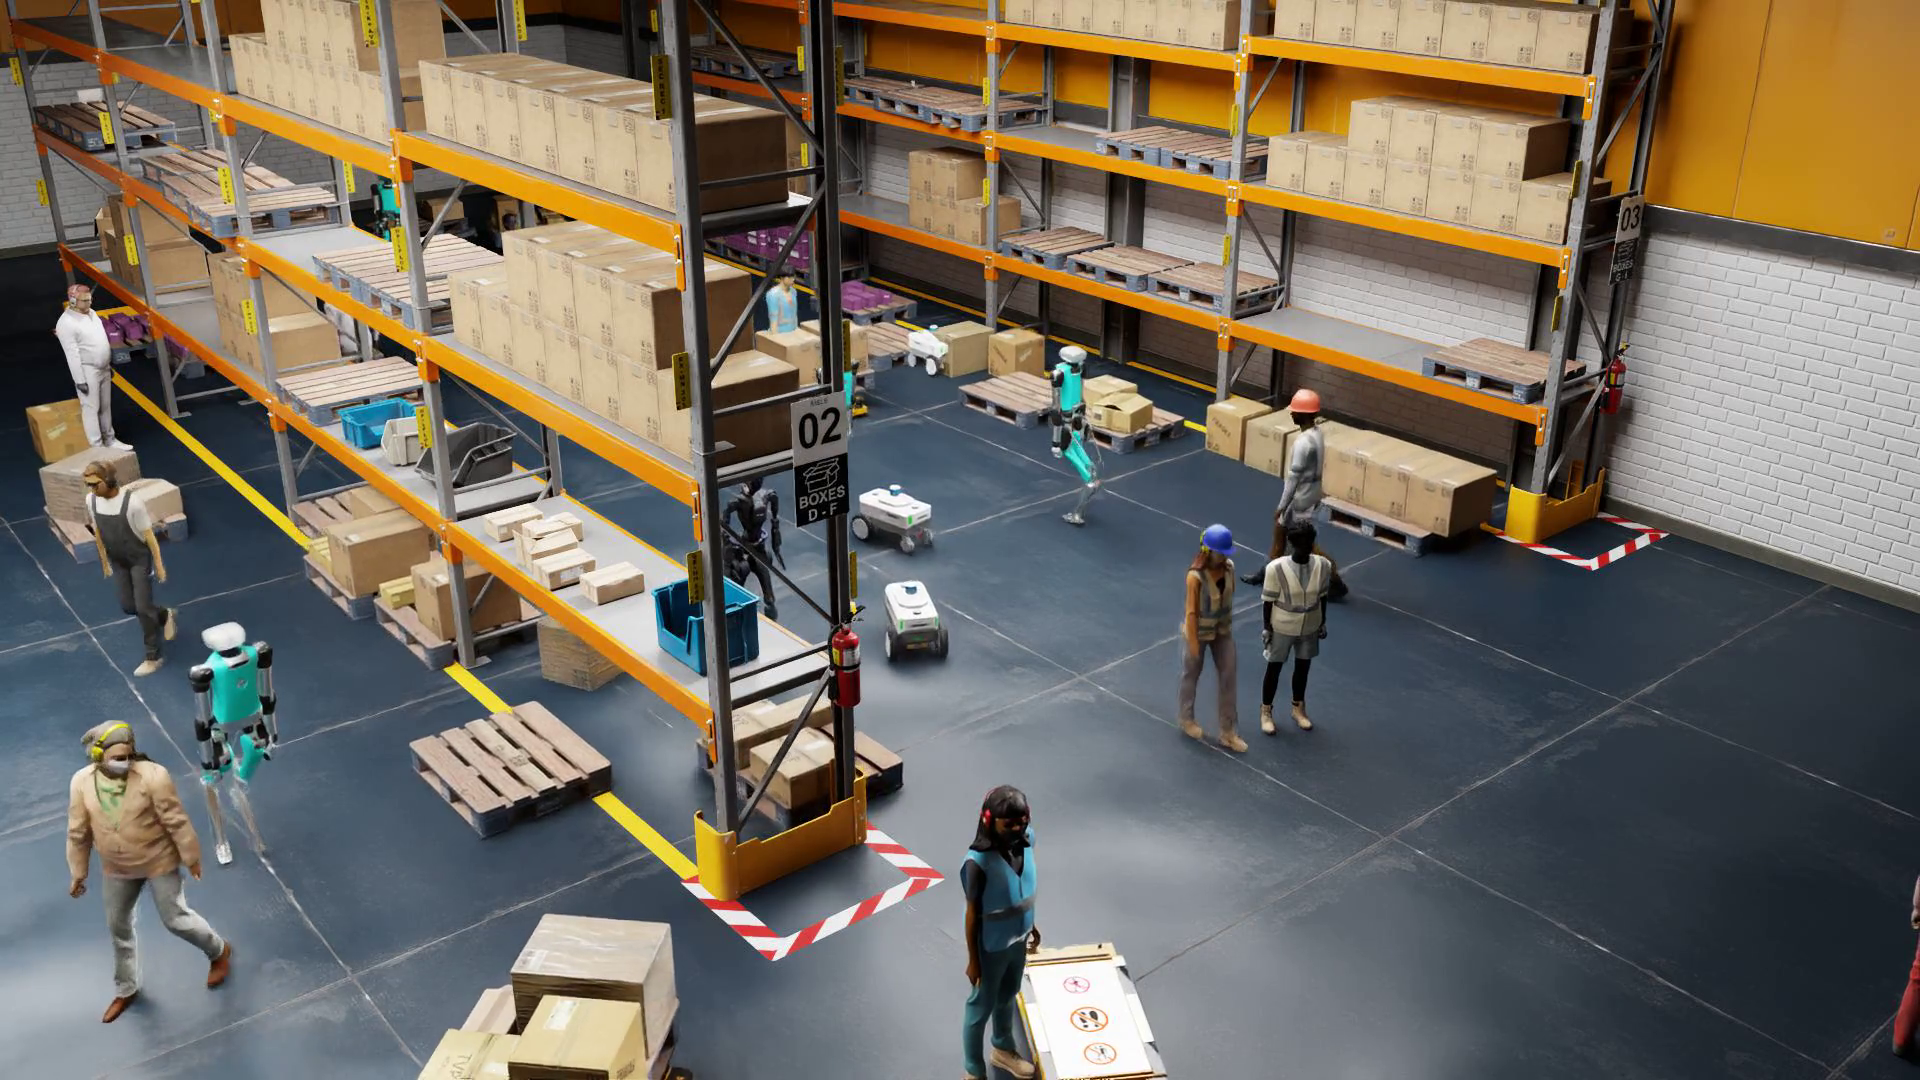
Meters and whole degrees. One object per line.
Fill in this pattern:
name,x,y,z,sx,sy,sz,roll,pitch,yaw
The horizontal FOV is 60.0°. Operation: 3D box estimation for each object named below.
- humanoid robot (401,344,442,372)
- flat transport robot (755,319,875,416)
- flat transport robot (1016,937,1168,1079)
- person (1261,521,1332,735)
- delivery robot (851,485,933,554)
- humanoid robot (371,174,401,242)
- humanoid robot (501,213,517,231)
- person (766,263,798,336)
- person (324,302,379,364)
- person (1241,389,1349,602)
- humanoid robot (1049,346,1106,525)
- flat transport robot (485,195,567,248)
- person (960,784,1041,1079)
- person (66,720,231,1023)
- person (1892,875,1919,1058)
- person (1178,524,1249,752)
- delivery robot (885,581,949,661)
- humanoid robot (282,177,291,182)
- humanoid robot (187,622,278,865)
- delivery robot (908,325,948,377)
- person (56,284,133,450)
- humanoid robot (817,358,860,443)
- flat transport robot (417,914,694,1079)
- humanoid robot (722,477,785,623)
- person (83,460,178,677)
humanoid robot,-6.758,-2.867,20.553,0.742,1.638,0.601,19,30,37
flat transport robot,-1.759,-1.692,19.561,0.659,0.231,1.431,-16,28,-33
flat transport robot,0.696,2.724,9.335,0.659,0.231,1.431,-3,24,-7
person,2.483,0.645,12.347,0.539,1.695,0.317,-5,24,-11
delivery robot,-0.636,-0.233,15.823,0.770,0.595,0.499,19,30,37
humanoid robot,-8.174,-4.349,23.887,0.553,1.821,0.667,-1,23,-2
humanoid robot,-5.747,-3.501,21.971,0.472,1.638,0.616,6,24,13
person,-2.088,-2.376,19.282,0.630,1.742,0.514,18,29,36
person,-6.993,-2.310,19.174,0.590,1.696,0.907,-12,26,-25
person,3.009,-0.386,14.493,0.954,1.899,0.558,8,25,19
humanoid robot,1.190,-0.968,16.002,0.662,1.777,0.547,15,28,32
flat transport robot,-6.903,-4.762,26.671,0.659,0.231,1.431,-10,25,-21
person,0.211,2.106,8.754,0.391,1.865,0.519,20,30,38
person,-4.676,1.815,9.449,0.678,1.863,0.569,0,23,0
person,5.415,2.073,8.979,0.371,1.752,0.514,-19,30,-38
person,1.864,0.721,12.099,0.482,1.752,0.720,-13,26,-27
delivery robot,-0.402,0.629,13.808,0.499,0.580,0.766,-5,24,-11
humanoid robot,-9.671,-4.332,23.830,0.543,1.763,0.909,-21,31,-39
humanoid robot,-4.772,1.330,10.806,0.776,1.844,0.532,17,28,34
delivery robot,-0.311,-2.367,20.787,0.499,0.614,0.817,-18,29,-36
person,-9.237,-1.792,17.738,0.412,1.902,0.637,0,23,0
humanoid robot,-1.361,-1.115,16.312,0.709,1.748,0.531,16,28,33
flat transport robot,-2.147,2.999,8.698,1.431,0.231,0.659,3,24,7
humanoid robot,-1.691,0.132,13.582,0.584,1.632,0.655,-19,30,-37
person,-6.614,0.151,13.348,0.560,1.813,0.640,4,24,10
